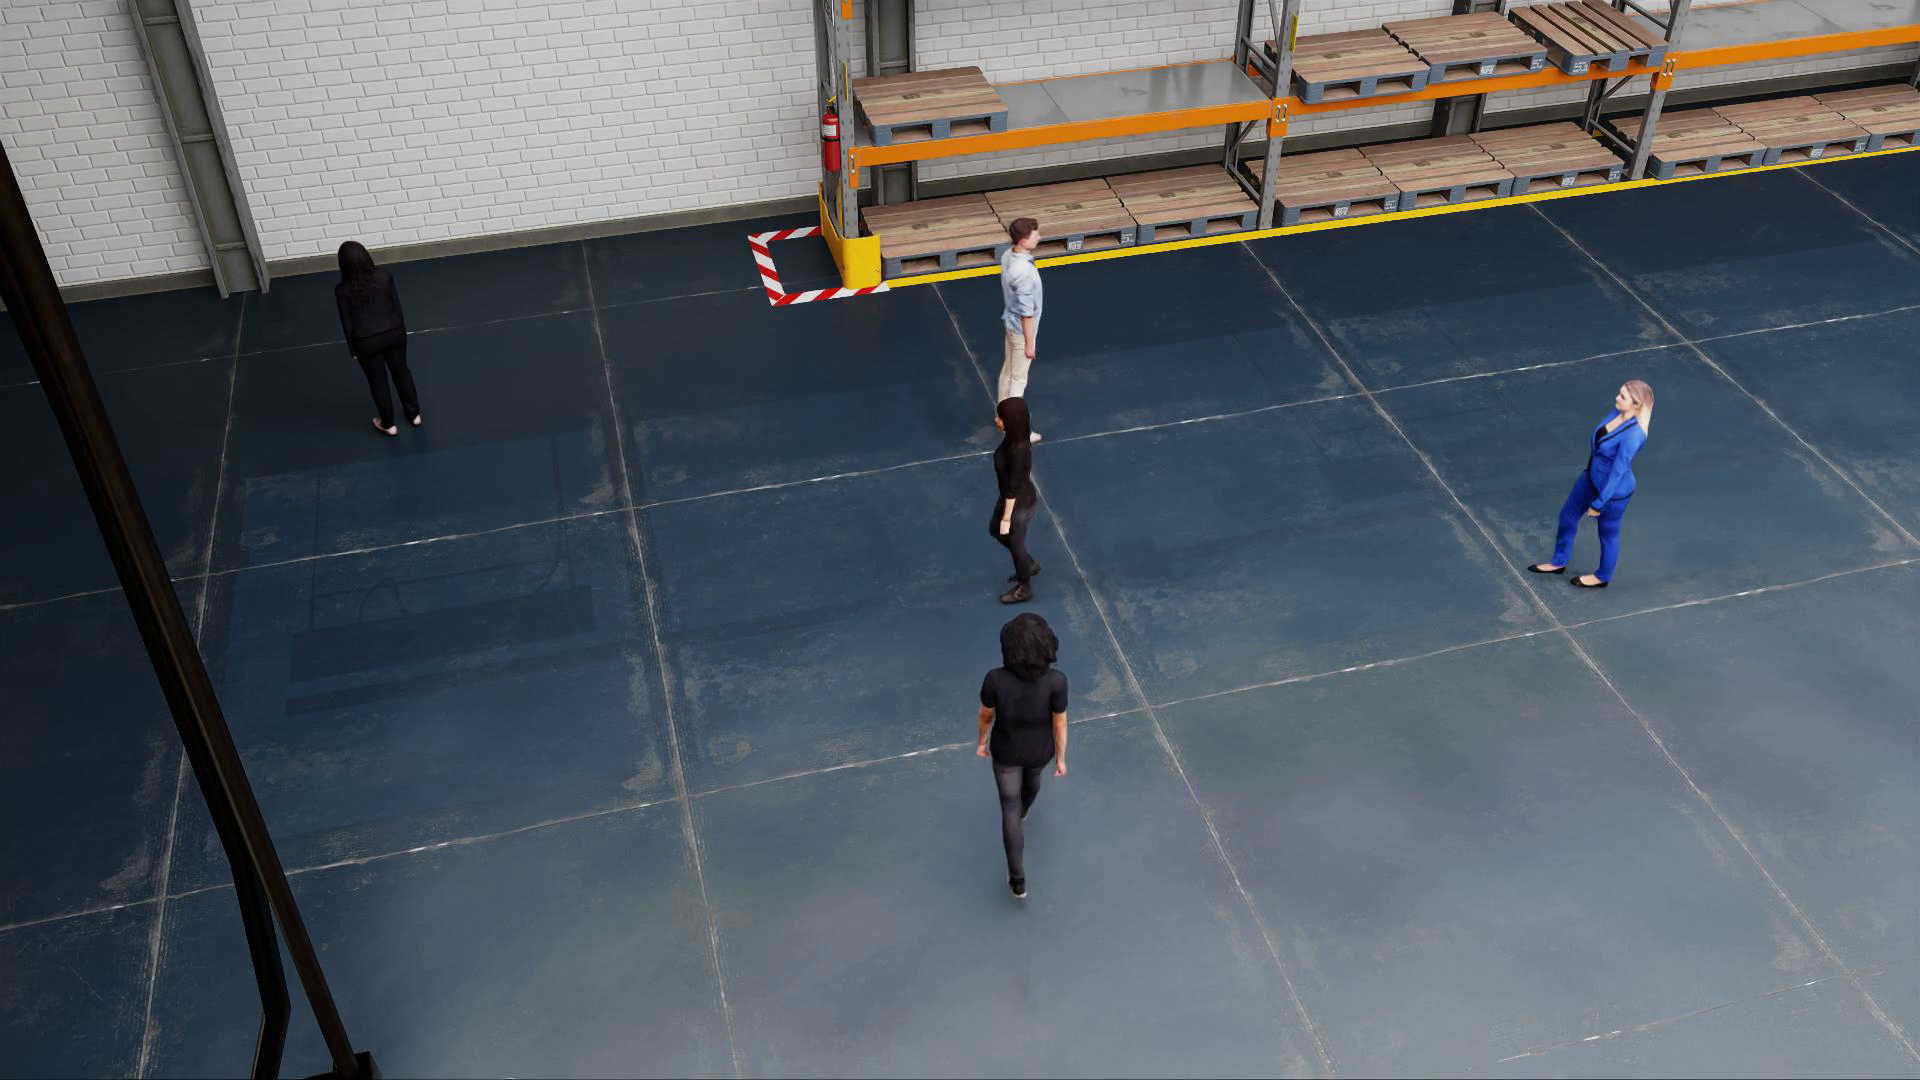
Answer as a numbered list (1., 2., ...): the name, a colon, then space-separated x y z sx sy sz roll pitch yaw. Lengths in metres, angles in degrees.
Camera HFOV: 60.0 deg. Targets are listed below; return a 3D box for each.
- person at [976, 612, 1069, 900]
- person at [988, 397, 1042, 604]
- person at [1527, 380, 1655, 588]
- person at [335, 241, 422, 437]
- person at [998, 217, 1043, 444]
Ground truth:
1. person: 0.336 1.206 9.168 1.138 1.791 0.904 0 39 0
2. person: 0.458 -0.259 11.134 0.620 1.628 0.607 -6 39 -7
3. person: 4.453 -0.344 11.194 0.874 1.685 0.779 1 39 2
4. person: -4.464 -1.550 12.762 0.721 1.613 0.813 -31 48 -33
5. person: 0.448 -1.620 12.662 0.541 1.846 0.661 -7 39 -9
